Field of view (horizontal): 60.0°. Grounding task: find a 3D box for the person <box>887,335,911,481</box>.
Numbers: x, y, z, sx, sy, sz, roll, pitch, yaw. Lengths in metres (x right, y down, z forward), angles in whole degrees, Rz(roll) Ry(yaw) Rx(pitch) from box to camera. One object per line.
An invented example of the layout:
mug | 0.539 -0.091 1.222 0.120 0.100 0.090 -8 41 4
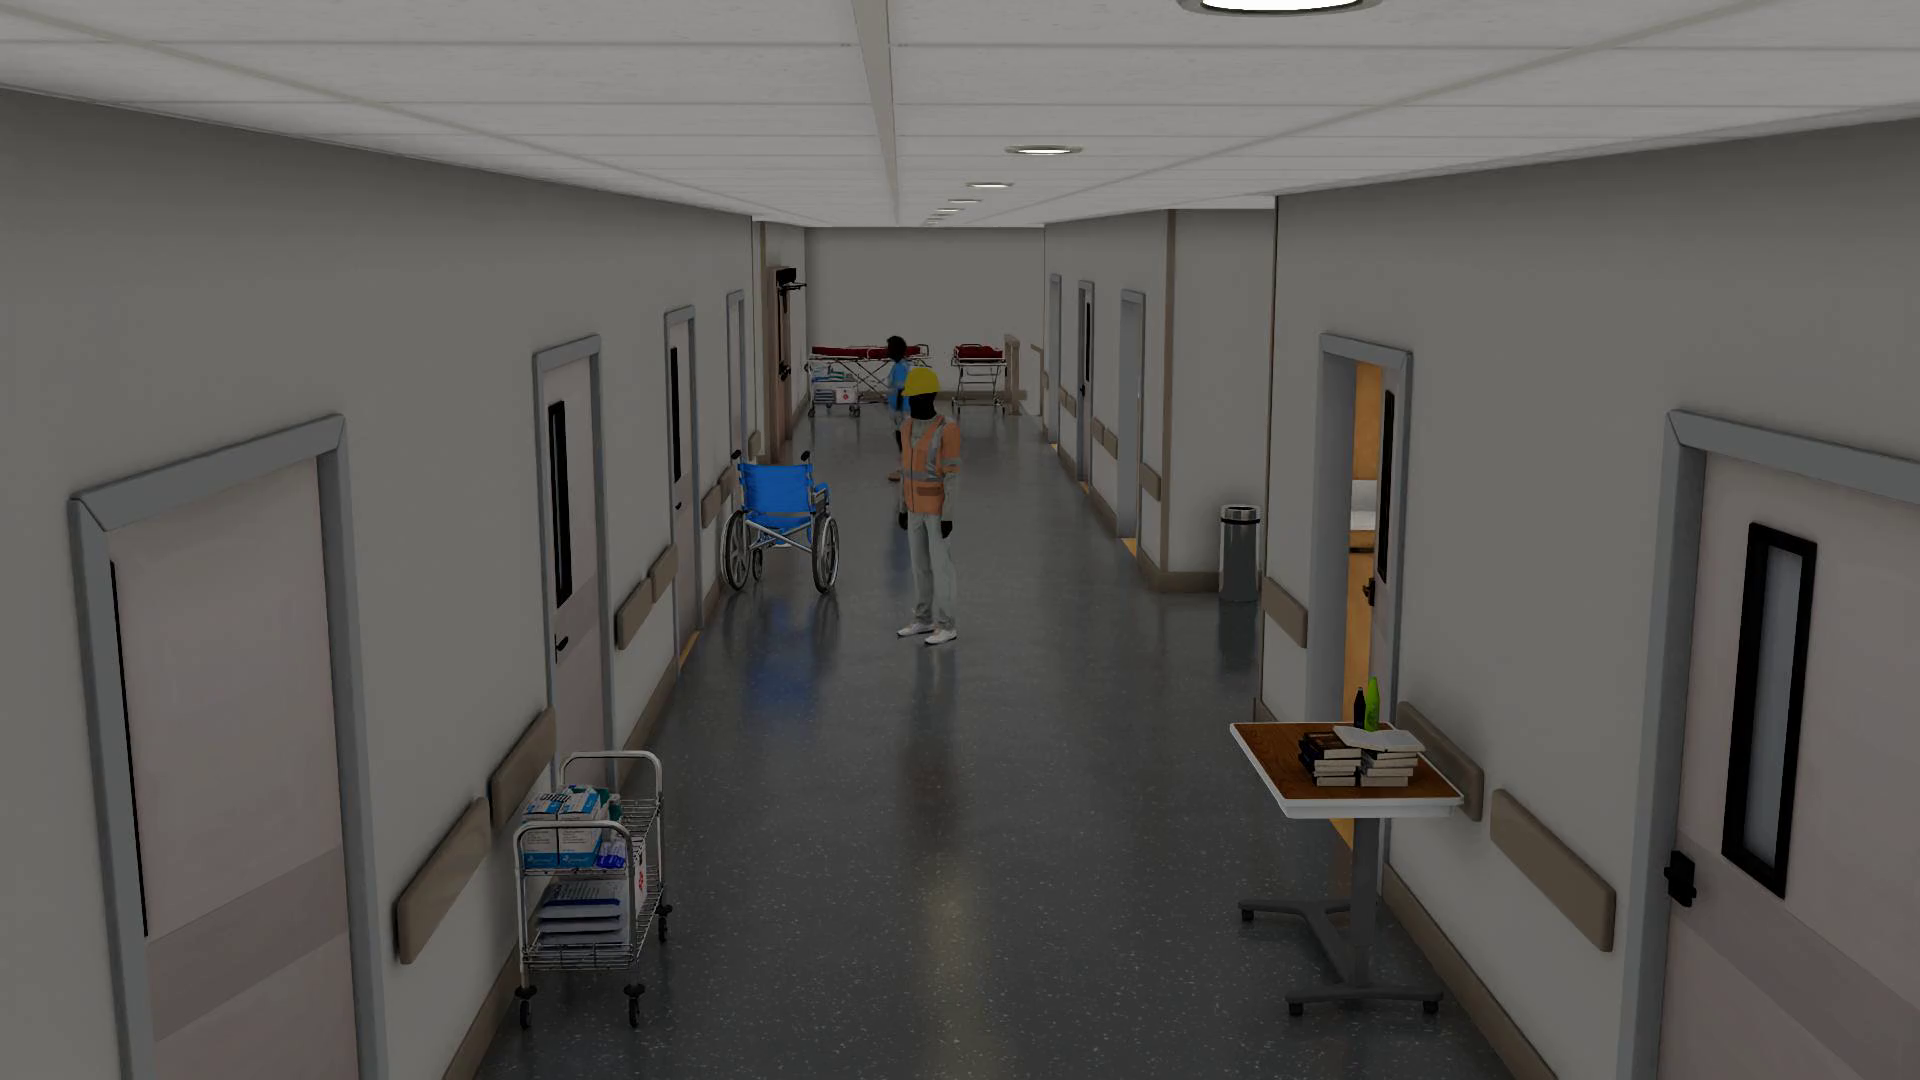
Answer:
person | -0.683 -1.537 19.378 0.324 1.694 0.581 -1 10 -5

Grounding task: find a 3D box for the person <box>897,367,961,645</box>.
person | -0.238 -0.240 11.538 0.394 1.919 0.587 -8 13 -39
